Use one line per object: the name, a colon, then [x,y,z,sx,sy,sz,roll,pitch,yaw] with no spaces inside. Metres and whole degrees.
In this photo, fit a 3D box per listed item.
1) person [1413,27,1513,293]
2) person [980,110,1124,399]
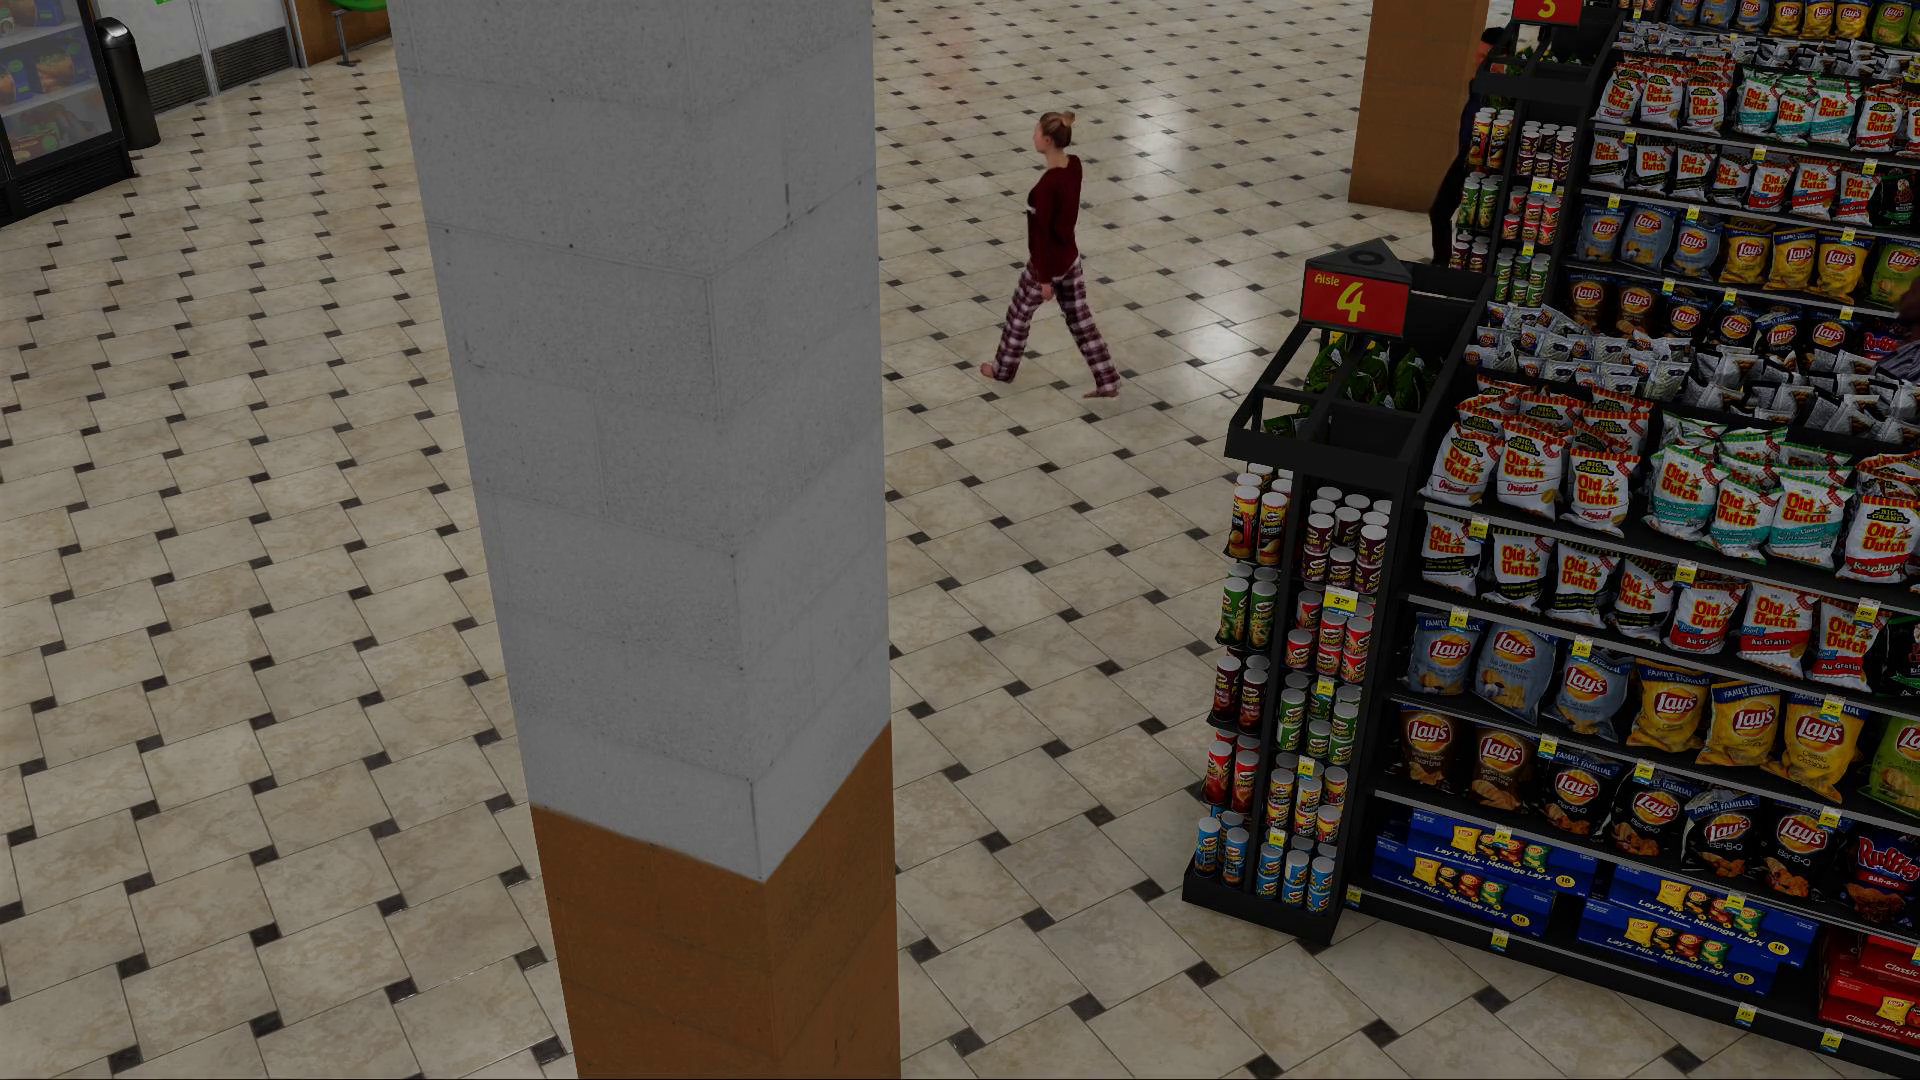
person: [3.318,-2.309,10.341,0.924,1.758,0.864,-8,33,-12]
person: [0.592,-1.508,9.155,1.144,1.652,0.722,18,36,27]
